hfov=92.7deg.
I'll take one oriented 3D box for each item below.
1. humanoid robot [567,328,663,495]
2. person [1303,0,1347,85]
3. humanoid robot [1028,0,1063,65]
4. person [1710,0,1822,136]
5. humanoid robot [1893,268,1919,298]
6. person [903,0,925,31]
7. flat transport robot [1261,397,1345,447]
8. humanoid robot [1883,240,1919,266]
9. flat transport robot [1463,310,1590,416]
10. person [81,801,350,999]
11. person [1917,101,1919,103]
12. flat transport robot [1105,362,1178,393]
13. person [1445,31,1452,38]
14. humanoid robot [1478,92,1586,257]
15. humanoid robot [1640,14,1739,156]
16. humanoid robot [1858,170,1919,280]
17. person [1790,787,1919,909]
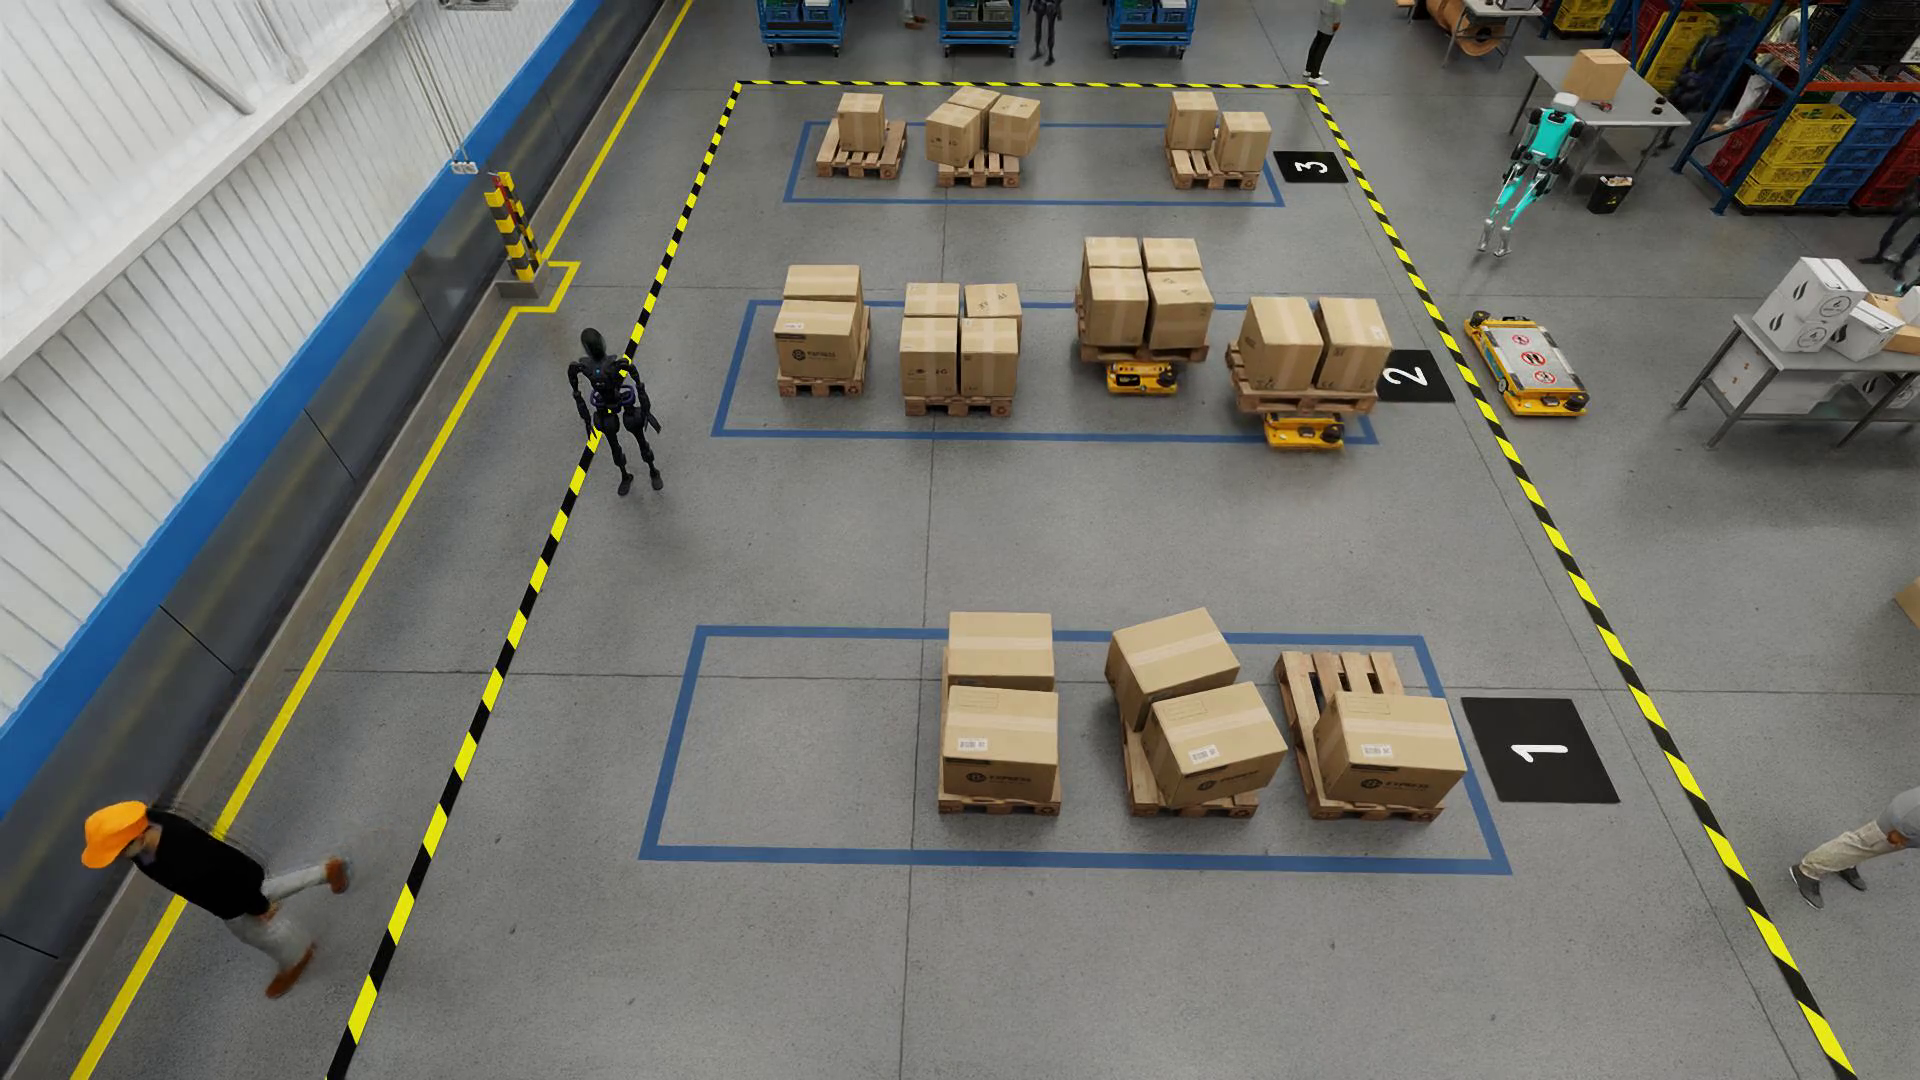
[{"bbox_3d":[-2.786,-1.030,7.483,0.599,1.657,0.315,-7,50,-6],"label":"humanoid robot"},{"bbox_3d":[5.267,-7.439,12.925,0.366,1.852,0.594,0,49,0],"label":"person"},{"bbox_3d":[1.284,-7.890,13.435,0.602,1.664,0.378,30,56,24],"label":"humanoid robot"},{"bbox_3d":[10.522,-6.218,11.881,0.632,1.842,0.429,-26,54,-21],"label":"person"},{"bbox_3d":[9.215,-2.402,8.641,0.549,1.734,1.018,25,54,20],"label":"humanoid robot"},{"bbox_3d":[-0.745,-9.043,14.257,0.351,1.936,0.634,5,49,4],"label":"person"},{"bbox_3d":[3.165,-1.440,8.761,0.652,0.197,1.431,1,49,1],"label":"flat transport robot"},{"bbox_3d":[10.667,-3.670,9.756,0.539,1.829,0.661,-21,52,-17],"label":"humanoid robot"},{"bbox_3d":[5.573,-1.757,9.054,0.659,0.231,1.431,1,49,1],"label":"flat transport robot"},{"bbox_3d":[-3.897,1.816,4.903,0.591,1.868,0.706,22,53,18],"label":"person"},{"bbox_3d":[13.072,-6.255,11.774,0.375,2.045,0.605,-5,49,-4],"label":"person"},{"bbox_3d":[1.778,-2.019,9.263,0.652,0.197,1.431,1,49,1],"label":"flat transport robot"},{"bbox_3d":[7.962,-8.806,14.039,0.365,1.958,0.597,15,51,13],"label":"person"},{"bbox_3d":[5.983,-3.809,9.767,0.735,1.681,0.533,-35,58,-27],"label":"humanoid robot"},{"bbox_3d":[9.237,-5.700,11.539,0.535,1.646,0.584,-6,49,-5],"label":"humanoid robot"},{"bbox_3d":[10.318,-3.586,9.707,0.389,1.633,0.590,-17,51,-14],"label":"humanoid robot"},{"bbox_3d":[5.483,1.562,5.188,0.570,1.769,0.397,-13,50,-11],"label":"person"}]
